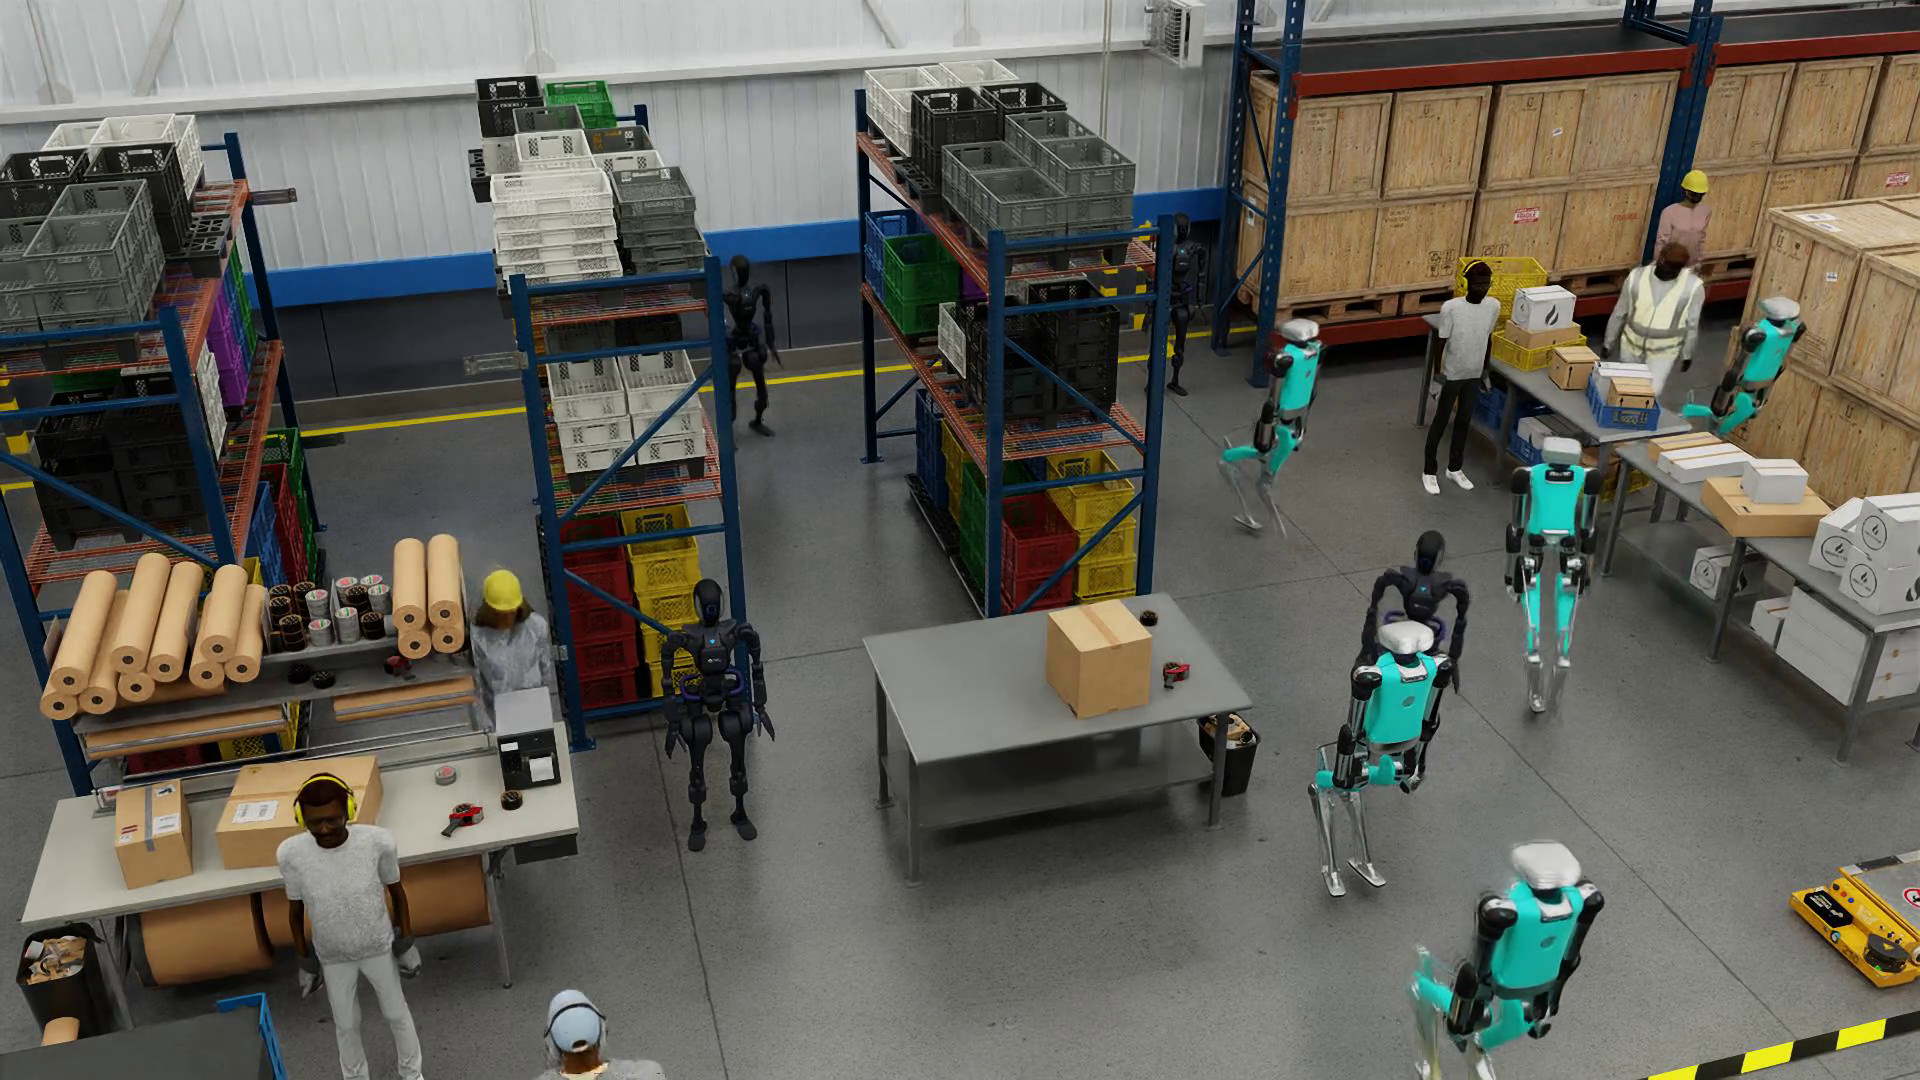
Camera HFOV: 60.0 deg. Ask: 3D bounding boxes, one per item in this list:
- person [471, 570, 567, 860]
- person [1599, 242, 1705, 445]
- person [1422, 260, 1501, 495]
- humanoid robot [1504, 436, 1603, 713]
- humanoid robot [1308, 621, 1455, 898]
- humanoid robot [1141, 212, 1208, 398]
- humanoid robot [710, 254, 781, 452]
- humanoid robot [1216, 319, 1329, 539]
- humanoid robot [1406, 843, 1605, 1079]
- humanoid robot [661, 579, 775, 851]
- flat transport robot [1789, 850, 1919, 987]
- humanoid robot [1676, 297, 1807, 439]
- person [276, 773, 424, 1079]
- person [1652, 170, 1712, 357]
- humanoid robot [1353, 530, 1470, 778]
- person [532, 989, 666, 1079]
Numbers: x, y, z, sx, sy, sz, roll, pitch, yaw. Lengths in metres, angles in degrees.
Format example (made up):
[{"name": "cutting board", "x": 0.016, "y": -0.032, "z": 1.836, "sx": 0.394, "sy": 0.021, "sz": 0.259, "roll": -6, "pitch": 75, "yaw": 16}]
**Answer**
[{"name": "person", "x": -2.443, "y": 0.877, "z": 9.061, "sx": 0.483, "sy": 1.713, "sz": 0.743, "roll": -14, "pitch": 32, "yaw": -24}, {"name": "person", "x": 5.452, "y": -1.488, "z": 13.274, "sx": 0.667, "sy": 1.799, "sz": 0.861, "roll": 21, "pitch": 35, "yaw": 33}, {"name": "person", "x": 3.860, "y": -1.249, "z": 12.771, "sx": 0.511, "sy": 1.871, "sz": 0.328, "roll": -8, "pitch": 30, "yaw": -14}, {"name": "humanoid robot", "x": 3.568, "y": 0.330, "z": 10.070, "sx": 0.559, "sy": 1.804, "sz": 0.799, "roll": 3, "pitch": 29, "yaw": 6}, {"name": "humanoid robot", "x": 2.086, "y": 1.045, "z": 8.592, "sx": 0.533, "sy": 1.681, "sz": 0.735, "roll": -8, "pitch": 30, "yaw": -14}, {"name": "humanoid robot", "x": 1.852, "y": -2.025, "z": 14.367, "sx": 0.599, "sy": 1.657, "sz": 0.315, "roll": -8, "pitch": 30, "yaw": -14}, {"name": "humanoid robot", "x": -1.780, "y": -1.557, "z": 13.537, "sx": 0.611, "sy": 1.637, "sz": 0.394, "roll": -18, "pitch": 34, "yaw": -30}, {"name": "humanoid robot", "x": 2.204, "y": -0.801, "z": 12.130, "sx": 0.550, "sy": 1.805, "sz": 0.790, "roll": -24, "pitch": 37, "yaw": -36}, {"name": "humanoid robot", "x": 2.265, "y": 1.914, "z": 7.163, "sx": 0.547, "sy": 1.730, "sz": 1.025, "roll": -7, "pitch": 30, "yaw": -13}, {"name": "humanoid robot", "x": -1.310, "y": 0.935, "z": 8.980, "sx": 0.599, "sy": 1.659, "sz": 0.315, "roll": -8, "pitch": 30, "yaw": -14}, {"name": "flat transport robot", "x": 5.163, "y": 1.916, "z": 8.676, "sx": 1.431, "sy": 0.231, "sz": 0.659, "roll": -8, "pitch": 30, "yaw": -14}, {"name": "humanoid robot", "x": 5.803, "y": -1.104, "z": 12.652, "sx": 0.545, "sy": 1.734, "sz": 0.895, "roll": -12, "pitch": 31, "yaw": -21}, {"name": "person", "x": -2.620, "y": 1.798, "z": 7.223, "sx": 0.511, "sy": 1.876, "sz": 0.328, "roll": -8, "pitch": 30, "yaw": -14}, {"name": "person", "x": 6.539, "y": -2.504, "z": 15.162, "sx": 0.524, "sy": 1.768, "sz": 0.313, "roll": -8, "pitch": 30, "yaw": -14}, {"name": "humanoid robot", "x": 2.591, "y": 0.623, "z": 9.573, "sx": 0.605, "sy": 1.645, "sz": 0.470, "roll": 7, "pitch": 30, "yaw": 13}, {"name": "person", "x": -1.350, "y": 2.398, "z": 6.187, "sx": 0.603, "sy": 1.823, "sz": 0.830, "roll": -7, "pitch": 30, "yaw": -13}]
